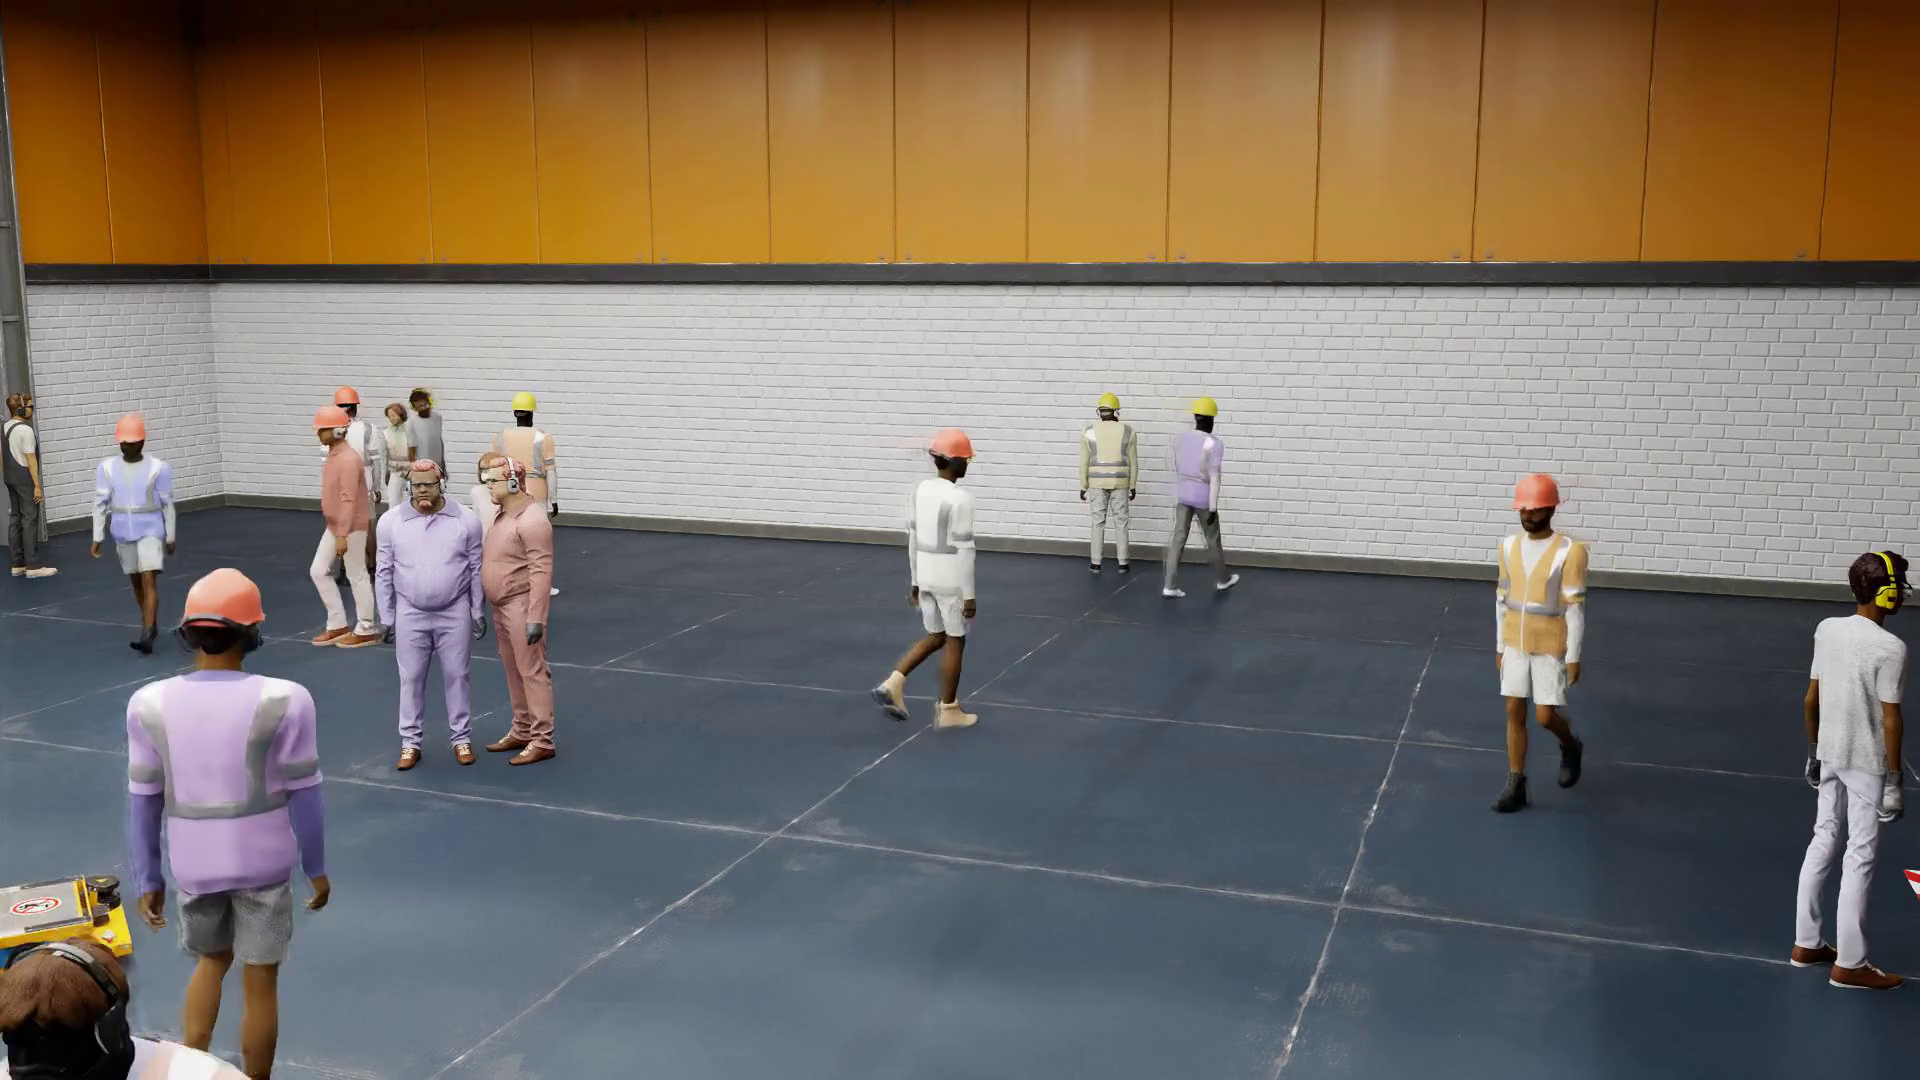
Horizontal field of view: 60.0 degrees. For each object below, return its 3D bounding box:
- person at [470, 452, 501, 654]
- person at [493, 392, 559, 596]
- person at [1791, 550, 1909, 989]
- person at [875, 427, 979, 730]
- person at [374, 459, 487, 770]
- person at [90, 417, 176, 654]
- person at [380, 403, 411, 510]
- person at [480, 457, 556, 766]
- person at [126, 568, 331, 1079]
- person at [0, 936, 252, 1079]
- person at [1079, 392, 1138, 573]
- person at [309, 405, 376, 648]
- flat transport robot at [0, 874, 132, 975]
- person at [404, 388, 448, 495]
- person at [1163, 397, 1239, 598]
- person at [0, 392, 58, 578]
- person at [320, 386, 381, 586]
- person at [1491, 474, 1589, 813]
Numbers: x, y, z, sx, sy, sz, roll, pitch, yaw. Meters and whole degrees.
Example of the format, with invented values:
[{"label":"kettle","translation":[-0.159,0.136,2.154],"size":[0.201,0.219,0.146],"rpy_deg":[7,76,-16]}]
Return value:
[{"label":"person","translation":[-3.663,0.087,13.344],"size":[0.503,1.616,0.453],"rpy_deg":[2,9,13]},{"label":"person","translation":[-4.021,-0.409,15.458],"size":[0.587,1.928,0.362],"rpy_deg":[0,9,2]},{"label":"person","translation":[3.827,0.969,7.102],"size":[0.319,1.865,0.521],"rpy_deg":[-2,9,-12]},{"label":"person","translation":[-0.176,0.275,10.927],"size":[0.652,2.029,0.616],"rpy_deg":[-6,11,-35]},{"label":"person","translation":[-3.226,0.453,10.173],"size":[0.652,1.906,0.402],"rpy_deg":[-3,10,-16]},{"label":"person","translation":[-6.614,-0.043,13.319],"size":[0.567,1.879,1.004],"rpy_deg":[-1,9,-8]},{"label":"person","translation":[-6.121,-0.709,18.332],"size":[0.515,1.595,0.591],"rpy_deg":[1,9,5]},{"label":"person","translation":[-2.758,0.433,10.301],"size":[0.401,1.906,0.650],"rpy_deg":[-7,11,-35]},{"label":"person","translation":[-2.495,1.107,5.734],"size":[0.609,2.030,0.434],"rpy_deg":[0,9,-2]},{"label":"person","translation":[-1.629,1.639,3.078],"size":[0.660,1.813,0.761],"rpy_deg":[0,9,2]},{"label":"person","translation":[1.497,-0.570,16.769],"size":[0.588,1.827,0.404],"rpy_deg":[1,9,4]},{"label":"person","translation":[-5.016,-0.089,13.308],"size":[0.628,1.973,0.653],"rpy_deg":[-7,11,-36]},{"label":"flat transport robot","translation":[-4.413,1.747,7.204],"size":[1.431,0.197,0.652],"rpy_deg":[-5,11,-30]},{"label":"person","translation":[-5.572,-0.703,17.605],"size":[0.341,1.833,0.684],"rpy_deg":[4,10,24]},{"label":"person","translation":[2.253,-0.403,15.590],"size":[0.589,1.875,0.993],"rpy_deg":[8,12,41]},{"label":"person","translation":[-9.318,-0.545,16.553],"size":[0.517,1.843,0.325],"rpy_deg":[5,11,31]},{"label":"person","translation":[-5.898,-0.521,16.123],"size":[0.551,1.935,0.349],"rpy_deg":[-5,10,-28]},{"label":"person","translation":[3.287,0.572,9.394],"size":[0.651,1.924,0.566],"rpy_deg":[-7,12,-38]}]
